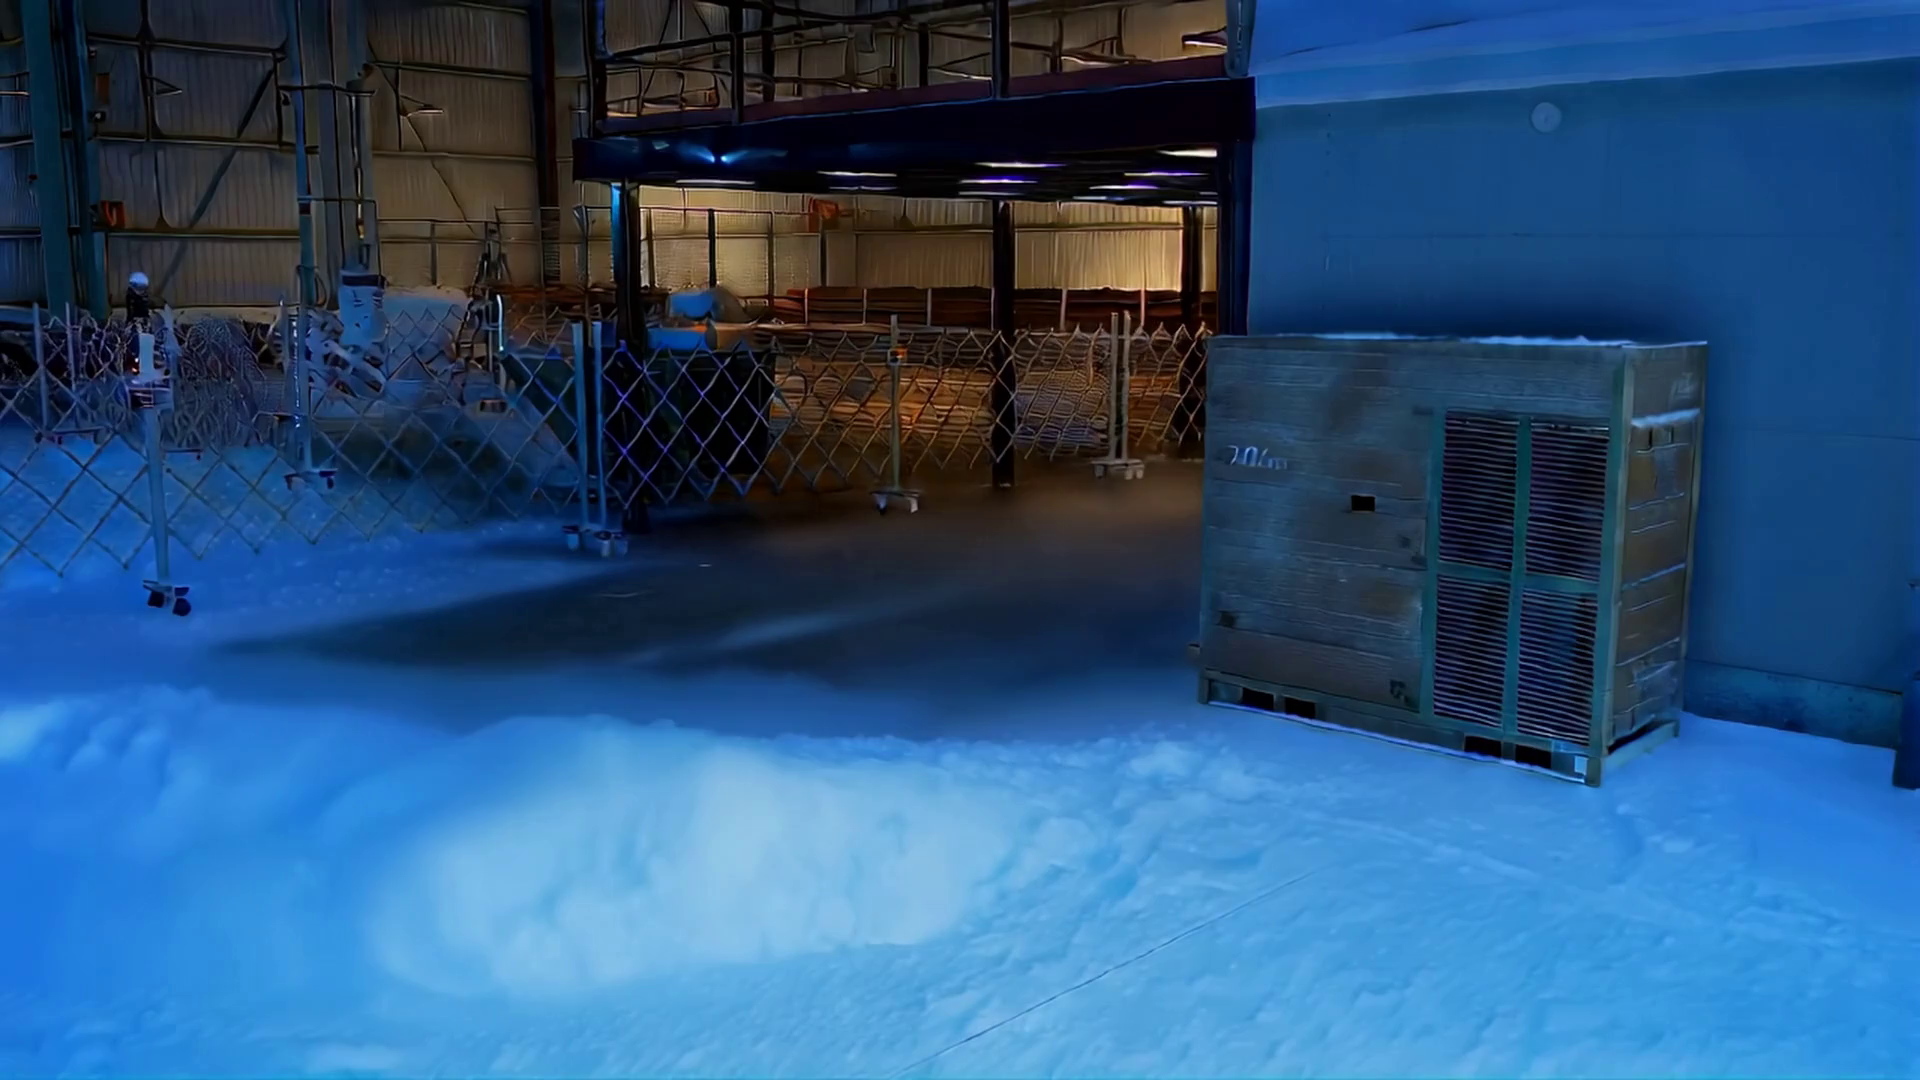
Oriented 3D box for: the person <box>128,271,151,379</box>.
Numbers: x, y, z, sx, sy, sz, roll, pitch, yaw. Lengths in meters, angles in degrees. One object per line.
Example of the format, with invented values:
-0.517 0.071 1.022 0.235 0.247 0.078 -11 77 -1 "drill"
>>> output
-13.552 -3.426 27.563 0.417 2.036 0.601 -3 10 -20 "person"
